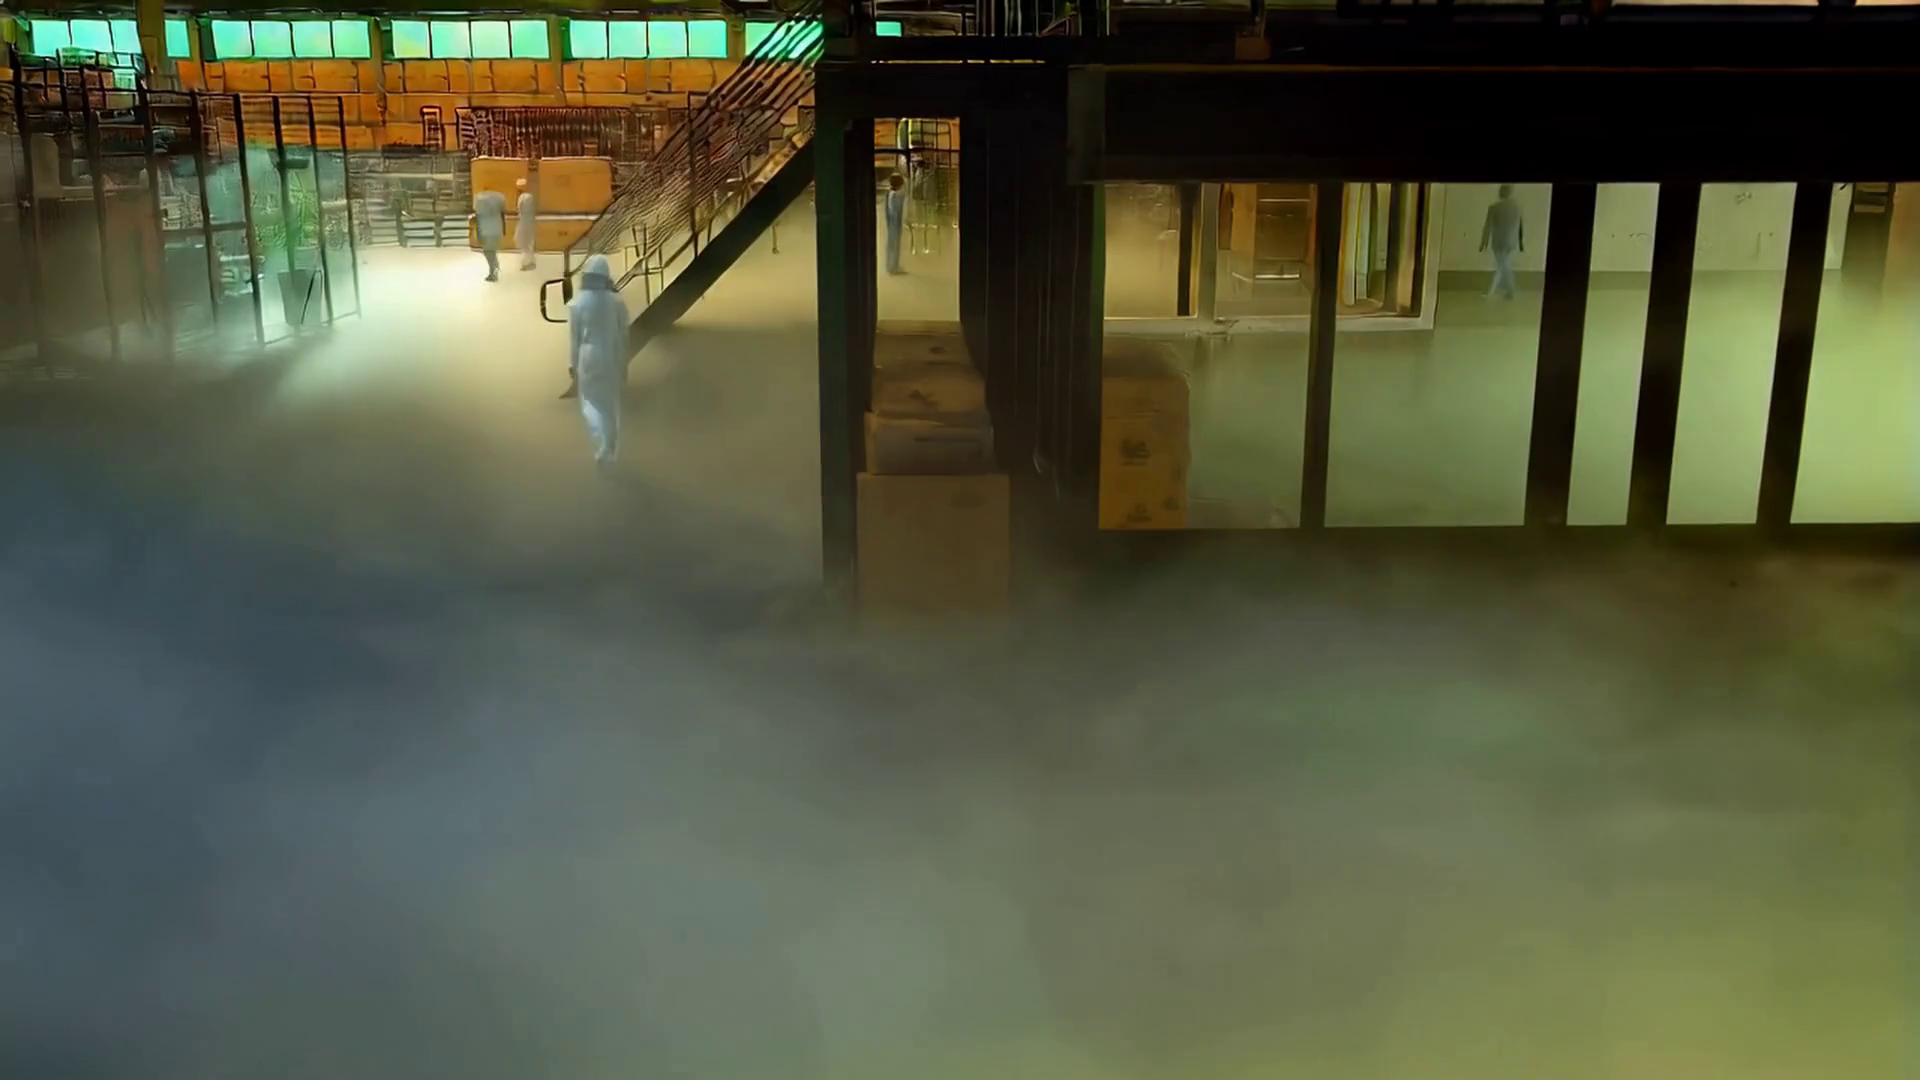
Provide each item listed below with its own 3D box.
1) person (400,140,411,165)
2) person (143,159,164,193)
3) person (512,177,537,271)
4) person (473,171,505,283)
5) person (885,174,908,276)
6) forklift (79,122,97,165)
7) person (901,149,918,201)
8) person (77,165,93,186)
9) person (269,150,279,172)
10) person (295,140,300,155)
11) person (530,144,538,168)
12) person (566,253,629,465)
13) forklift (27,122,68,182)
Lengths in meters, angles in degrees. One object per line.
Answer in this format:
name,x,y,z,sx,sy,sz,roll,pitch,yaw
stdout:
person,-28.179,-19.306,84.422,0.656,1.922,0.708,-13,19,-42
person,-23.460,-10.271,48.529,0.619,1.819,0.497,1,14,4
person,-8.263,-5.974,31.507,0.462,1.753,0.531,4,15,15
person,-8.128,-5.419,28.894,0.679,1.943,0.612,12,18,39
person,-1.196,-5.779,30.527,0.345,1.847,0.504,-8,16,-28
forklift,-38.007,-16.855,72.698,1.873,2.768,1.129,-2,14,-9
person,-1.825,-13.175,60.047,0.628,1.871,0.931,1,14,3
person,-24.831,-9.883,47.408,0.503,1.618,0.652,0,14,1
person,-27.558,-14.790,66.786,0.895,1.712,0.538,-10,17,-34
person,-32.042,-18.274,80.214,0.651,1.967,0.620,-2,14,-6
person,-21.799,-19.397,85.008,0.431,1.815,0.604,0,14,-1
person,-2.913,-1.443,13.444,0.500,1.725,0.594,-6,15,-22
forklift,-35.376,-14.773,64.377,1.129,2.768,1.873,-1,14,-2
